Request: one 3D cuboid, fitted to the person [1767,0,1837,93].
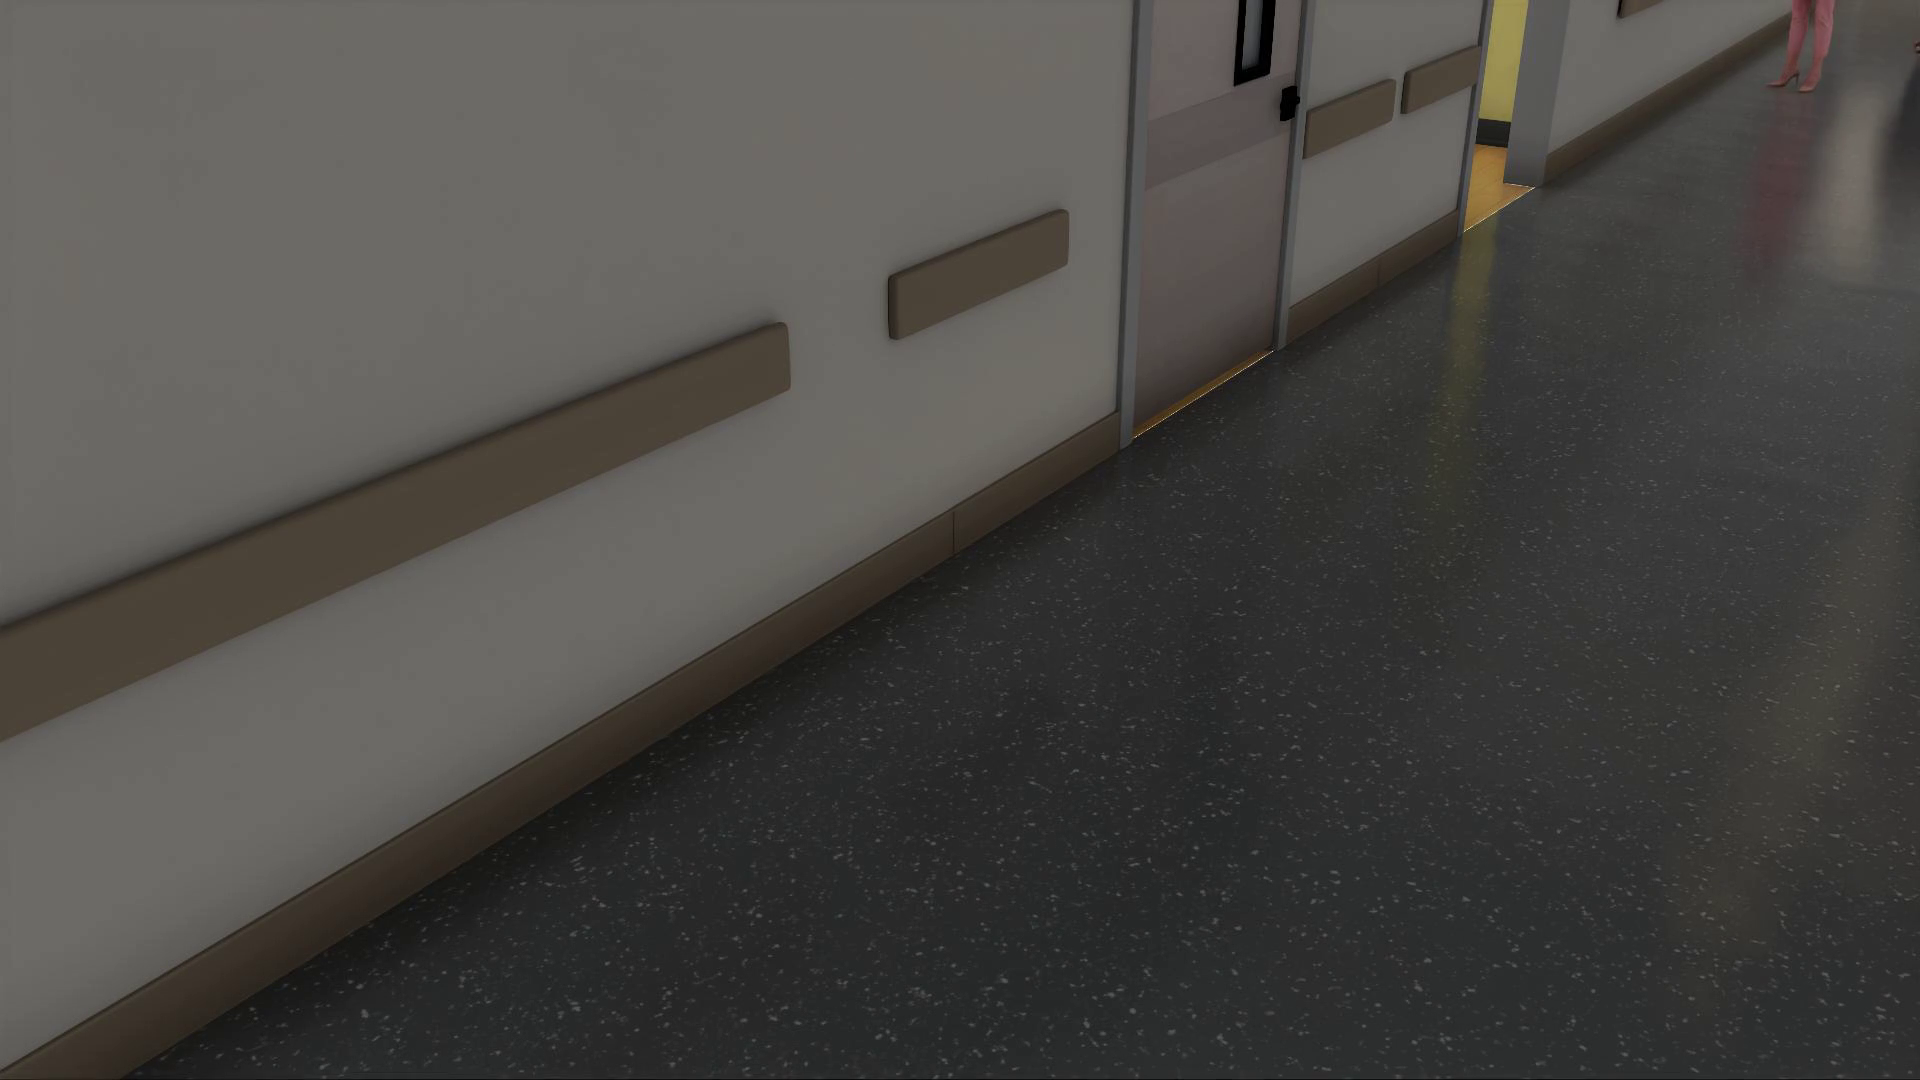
[{"bbox_3d":[6.245,-4.175,12.018,0.751,1.801,0.613,-13,29,-26],"label":"person"}]
